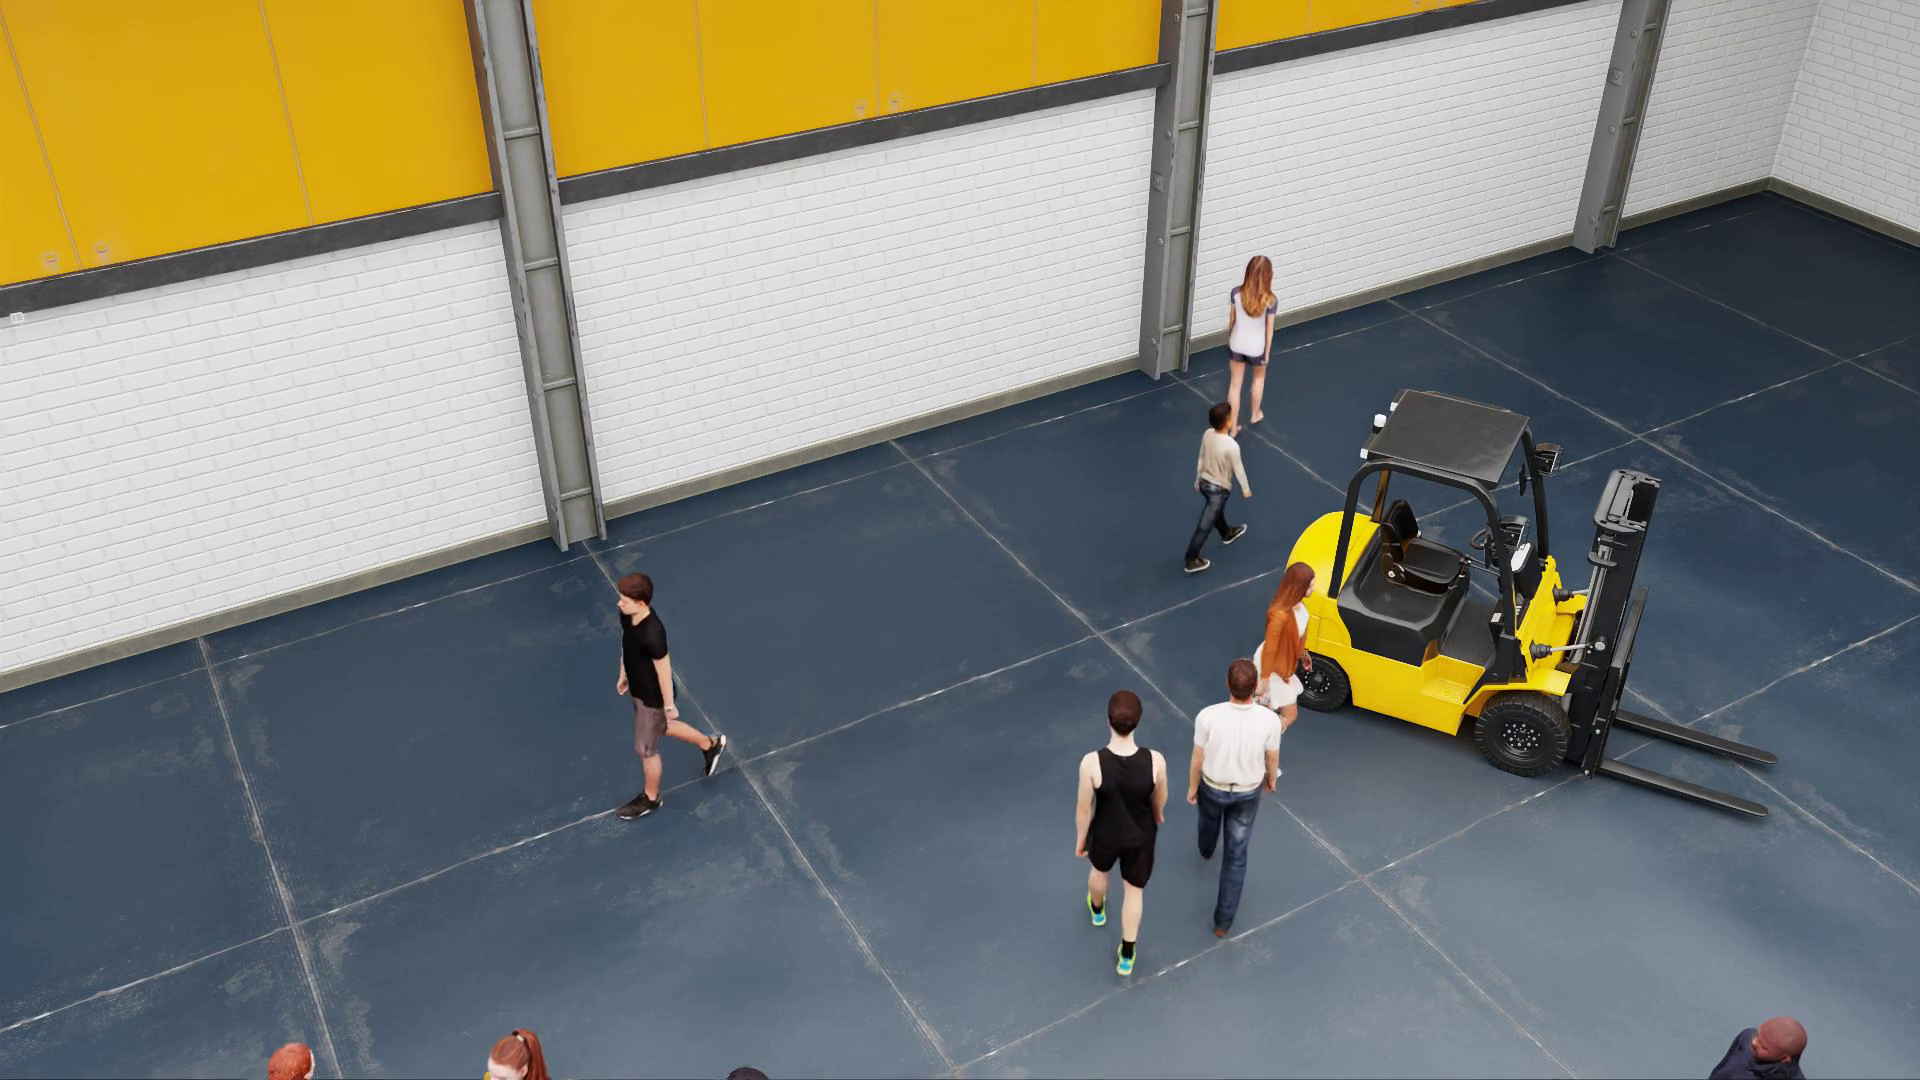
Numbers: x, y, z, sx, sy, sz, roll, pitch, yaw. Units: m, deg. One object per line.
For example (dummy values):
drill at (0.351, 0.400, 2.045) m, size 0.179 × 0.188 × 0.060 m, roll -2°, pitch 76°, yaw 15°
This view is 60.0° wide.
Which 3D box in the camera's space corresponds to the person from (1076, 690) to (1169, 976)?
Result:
person at (0.960, 1.723, 9.600) m, size 1.051 × 1.867 × 1.047 m, roll 1°, pitch 34°, yaw 1°

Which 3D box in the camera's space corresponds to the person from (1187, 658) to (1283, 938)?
person at (1.603, 1.568, 9.880) m, size 1.193 × 1.816 × 1.198 m, roll 5°, pitch 34°, yaw 7°

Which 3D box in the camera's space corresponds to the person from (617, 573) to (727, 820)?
person at (-1.919, 0.954, 10.780) m, size 1.055 × 1.842 × 0.670 m, roll -17°, pitch 37°, yaw -24°

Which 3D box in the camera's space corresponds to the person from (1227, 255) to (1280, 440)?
person at (2.552, -1.683, 14.867) m, size 0.834 × 1.709 × 0.915 m, roll 13°, pitch 36°, yaw 18°

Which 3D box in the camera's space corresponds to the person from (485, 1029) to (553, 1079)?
person at (-1.956, 2.903, 7.983) m, size 0.922 × 1.692 × 1.264 m, roll 19°, pitch 38°, yaw 27°

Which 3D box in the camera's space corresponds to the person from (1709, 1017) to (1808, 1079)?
person at (3.708, 2.877, 7.905) m, size 0.834 × 1.822 × 0.850 m, roll -3°, pitch 34°, yaw -4°

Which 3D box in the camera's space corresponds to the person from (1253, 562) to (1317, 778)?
person at (2.021, 0.828, 11.099) m, size 0.806 × 1.699 × 0.745 m, roll 10°, pitch 35°, yaw 15°

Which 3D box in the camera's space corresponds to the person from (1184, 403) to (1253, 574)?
person at (1.962, -0.379, 13.157) m, size 0.961 × 1.430 × 0.576 m, roll -19°, pitch 38°, yaw -27°
